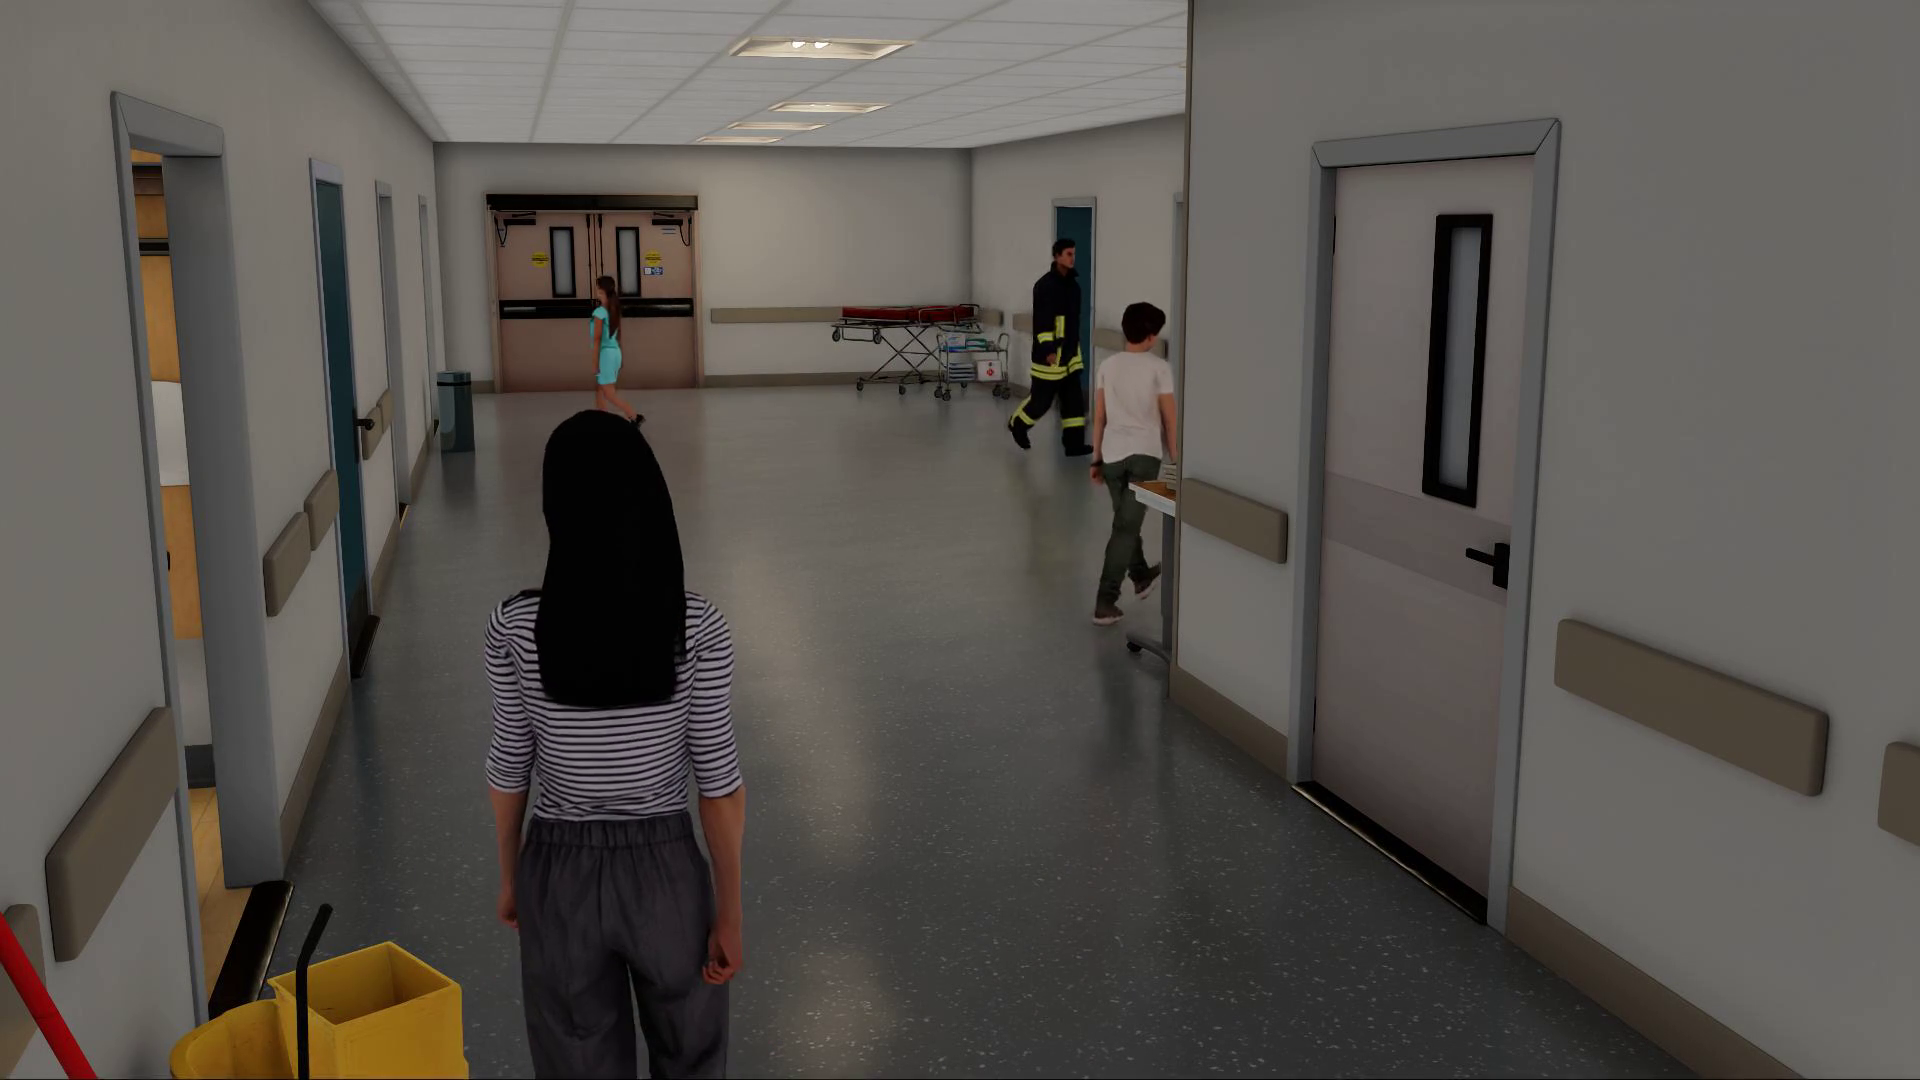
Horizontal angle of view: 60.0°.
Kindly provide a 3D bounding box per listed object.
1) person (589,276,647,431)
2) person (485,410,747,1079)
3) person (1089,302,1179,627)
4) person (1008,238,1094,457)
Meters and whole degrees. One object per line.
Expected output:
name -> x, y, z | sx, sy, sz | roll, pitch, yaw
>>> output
person -> -3.285, -1.705, 15.734 | 1.008, 1.537, 0.996 | 5, 12, 24
person -> -0.585, 0.662, 2.765 | 0.628, 1.721, 0.646 | -1, 11, -7
person -> 0.834, -0.353, 8.412 | 1.050, 1.610, 1.085 | 6, 12, 29
person -> 0.781, -1.680, 14.629 | 1.101, 1.898, 1.280 | -10, 15, -43
